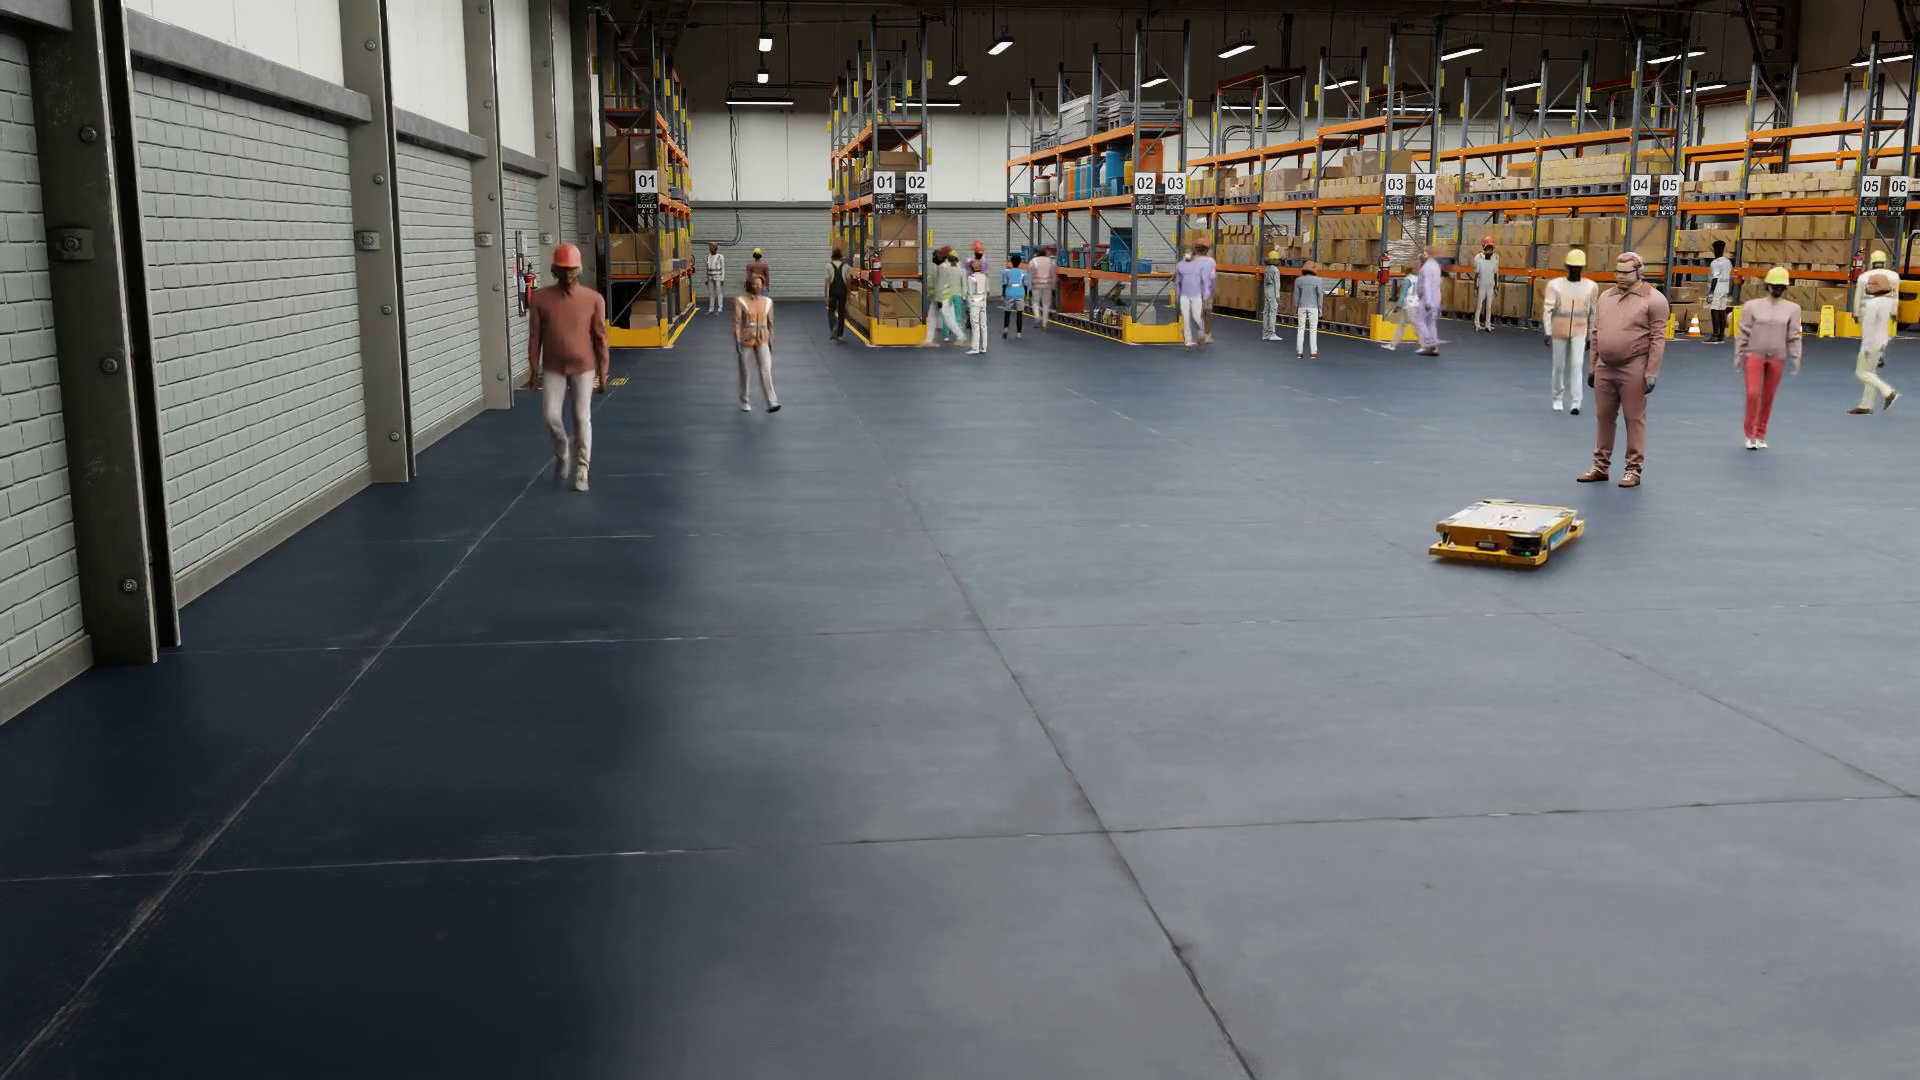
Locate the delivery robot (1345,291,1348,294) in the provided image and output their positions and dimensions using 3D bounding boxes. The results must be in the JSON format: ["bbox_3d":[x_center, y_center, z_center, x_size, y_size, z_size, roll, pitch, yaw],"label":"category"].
[{"bbox_3d":[11.725,-7.262,49.223,0.707,0.478,0.477,-9,13,-40],"label":"delivery robot"}]

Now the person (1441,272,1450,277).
[{"bbox_3d":[14.888,-8.147,50.704,0.987,1.868,0.621,5,12,26],"label":"person"}]

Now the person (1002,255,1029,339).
[{"bbox_3d":[1.106,-4.845,33.184,0.547,1.667,0.414,0,10,-1],"label":"person"}]

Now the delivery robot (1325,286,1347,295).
[{"bbox_3d":[11.230,-7.327,49.578,0.707,0.478,0.477,2,11,13],"label":"delivery robot"}]

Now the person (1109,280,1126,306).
[{"bbox_3d":[4.686,-7.845,48.907,0.423,1.927,0.564,-1,10,-7],"label":"person"}]

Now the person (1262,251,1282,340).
[{"bbox_3d":[6.182,-4.829,32.876,0.290,1.746,0.487,-4,11,-21],"label":"person"}]

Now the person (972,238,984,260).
[{"bbox_3d":[0.553,-8.264,51.027,0.394,1.990,0.618,-1,10,-3],"label":"person"}]

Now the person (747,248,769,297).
[{"bbox_3d":[-4.700,-5.904,38.719,0.522,1.768,0.312,-1,10,-6],"label":"person"}]

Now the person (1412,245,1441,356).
[{"bbox_3d":[7.958,-4.066,28.308,0.450,1.884,0.702,5,12,27],"label":"person"}]

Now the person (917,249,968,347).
[{"bbox_3d":[-0.302,-4.459,30.686,0.901,1.812,0.633,-1,10,-7],"label":"person"}]

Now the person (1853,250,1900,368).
[{"bbox_3d":[13.959,-3.498,25.370,0.616,1.819,0.429,3,11,16],"label":"person"}]

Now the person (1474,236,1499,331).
[{"bbox_3d":[11.415,-5.545,36.018,0.605,2.037,0.404,-4,11,-22],"label":"person"}]

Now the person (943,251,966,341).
[{"bbox_3d":[-0.134,-4.730,32.306,0.518,1.757,0.341,0,10,-1],"label":"person"}]

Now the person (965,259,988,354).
[{"bbox_3d":[0.289,-4.029,28.782,0.313,1.639,0.513,8,13,38],"label":"person"}]

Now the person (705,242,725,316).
[{"bbox_3d":[-6.347,-6.740,42.979,0.590,1.881,0.357,6,12,28],"label":"person"}]

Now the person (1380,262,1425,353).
[{"bbox_3d":[7.854,-4.070,29.141,0.885,1.591,0.528,5,12,26],"label":"person"}]

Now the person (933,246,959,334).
[{"bbox_3d":[-0.279,-5.241,34.926,0.598,1.827,1.004,-2,11,-11],"label":"person"}]

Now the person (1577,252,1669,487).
[{"bbox_3d":[5.399,-1.385,13.573,0.409,1.903,0.639,-7,13,-35],"label":"person"}]

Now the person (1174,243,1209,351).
[{"bbox_3d":[4.095,-4.302,29.510,0.642,1.919,0.469,5,11,26],"label":"person"}]

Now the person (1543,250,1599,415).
[{"bbox_3d":[7.031,-2.397,19.194,0.599,1.880,0.979,3,11,14],"label":"person"}]

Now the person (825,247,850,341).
[{"bbox_3d":[-2.386,-4.798,32.493,0.512,1.829,0.403,-2,11,-10],"label":"person"}]

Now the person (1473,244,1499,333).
[{"bbox_3d":[11.167,-5.332,35.304,0.532,1.867,0.319,0,10,-1],"label":"person"}]

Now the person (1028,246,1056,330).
[{"bbox_3d":[1.789,-5.504,36.367,0.643,1.831,0.437,-1,10,-8],"label":"person"}]

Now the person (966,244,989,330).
[{"bbox_3d":[0.350,-5.540,36.430,0.550,1.882,1.015,-6,12,-29],"label":"person"}]

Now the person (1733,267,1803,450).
[{"bbox_3d":[7.679,-1.705,15.773,0.548,1.734,0.768,2,11,11],"label":"person"}]

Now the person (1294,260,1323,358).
[{"bbox_3d":[5.840,-3.863,27.891,0.498,1.632,0.285,6,12,28],"label":"person"}]

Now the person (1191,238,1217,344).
[{"bbox_3d":[4.515,-4.696,31.439,0.637,2.015,0.784,7,12,32],"label":"person"}]

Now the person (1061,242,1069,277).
[{"bbox_3d":[2.861,-7.726,48.361,0.874,1.898,0.646,10,14,43],"label":"person"}]

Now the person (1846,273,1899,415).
[{"bbox_3d":[10.401,-2.202,18.833,0.504,1.619,0.523,-8,13,-36],"label":"person"}]

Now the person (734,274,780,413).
[{"bbox_3d":[-2.359,-2.251,19.146,0.529,1.592,0.850,-5,12,-26],"label":"person"}]

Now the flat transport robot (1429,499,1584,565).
[{"bbox_3d":[3.574,-0.065,10.807,0.652,0.197,1.431,6,12,31],"label":"flat transport robot"}]

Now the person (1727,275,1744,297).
[{"bbox_3d":[20.913,-7.101,44.868,0.580,1.918,0.400,-2,10,-10],"label":"person"}]

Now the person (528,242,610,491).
[{"bbox_3d":[-3.114,-1.368,13.251,0.644,1.976,0.430,-2,10,-8],"label":"person"}]

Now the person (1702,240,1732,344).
[{"bbox_3d":[14.408,-4.710,31.623,0.608,1.963,0.370,-8,13,-39],"label":"person"}]
